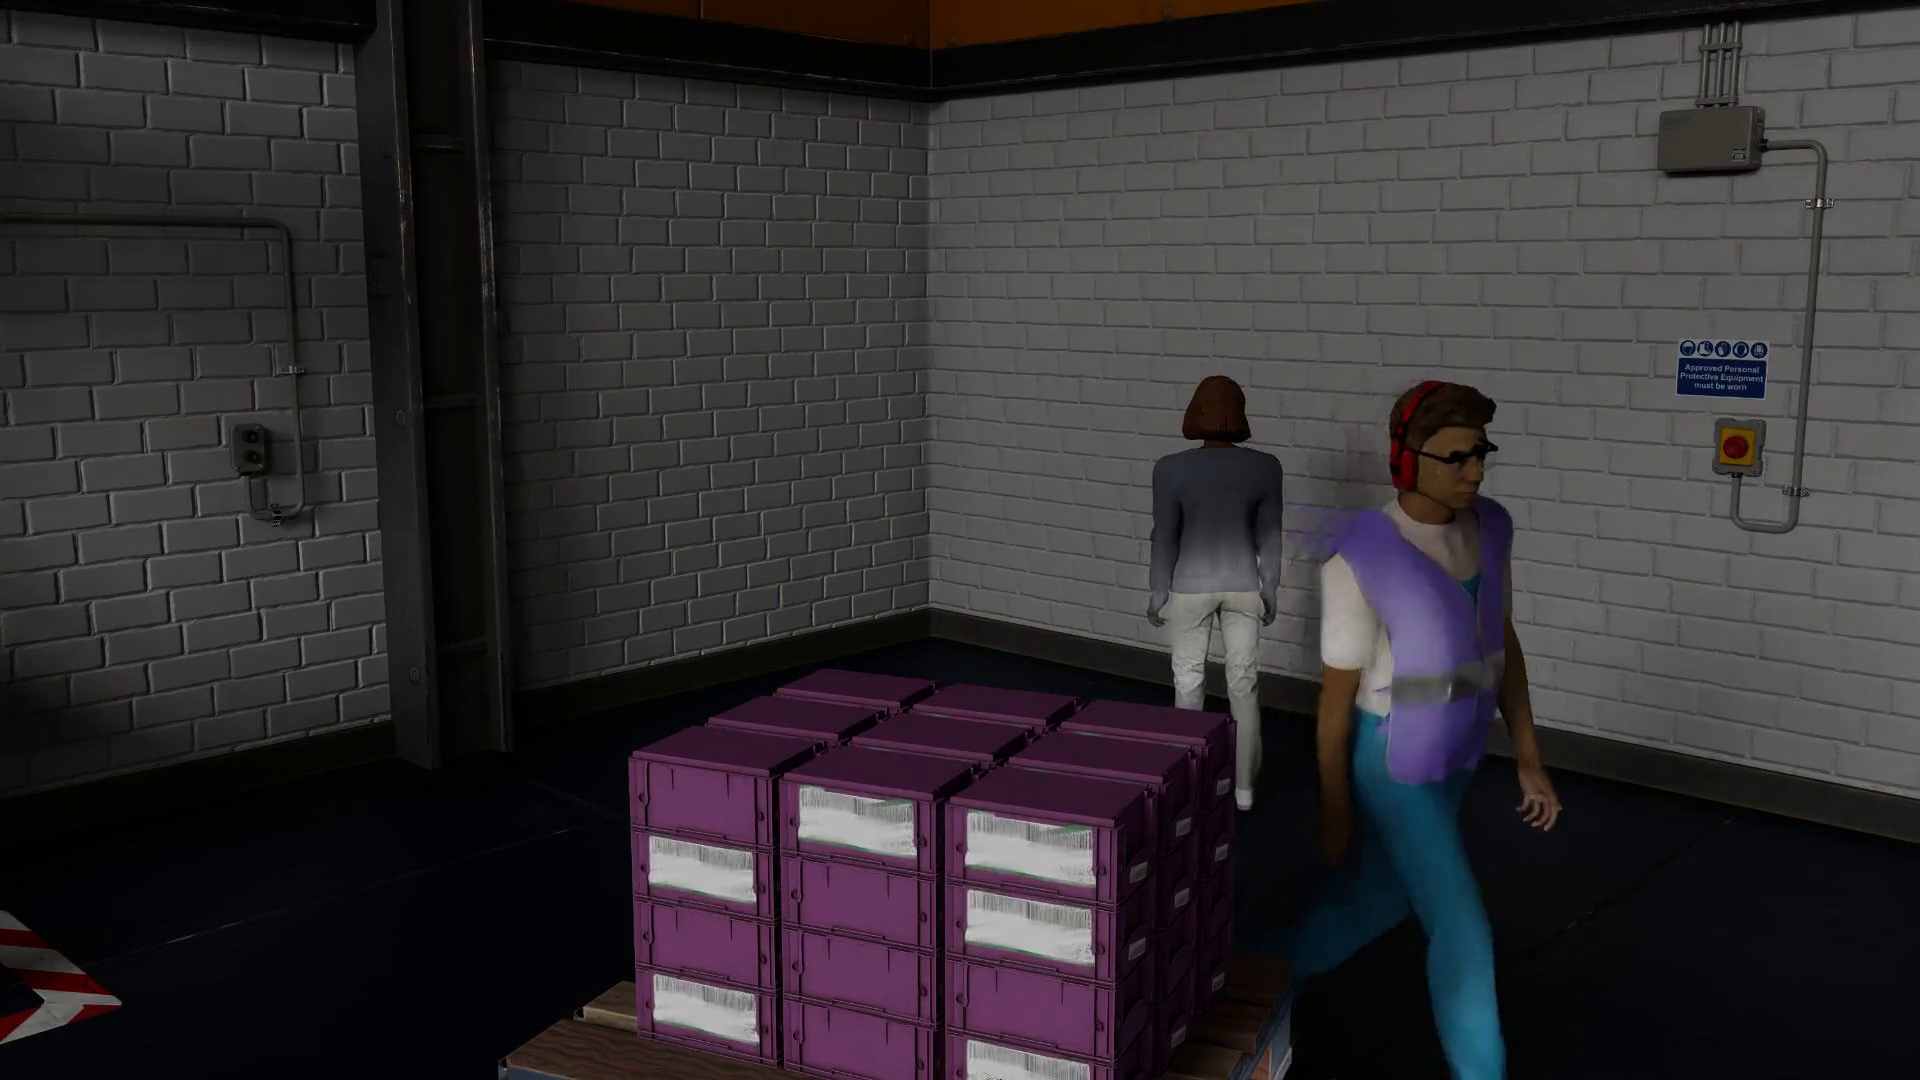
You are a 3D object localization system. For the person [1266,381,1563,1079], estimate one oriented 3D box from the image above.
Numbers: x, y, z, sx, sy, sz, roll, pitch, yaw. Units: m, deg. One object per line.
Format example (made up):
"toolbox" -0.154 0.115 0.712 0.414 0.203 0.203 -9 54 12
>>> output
"person" 0.980 0.516 3.813 0.586 1.794 0.949 -9 13 -44

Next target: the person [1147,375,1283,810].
"person" 0.942 0.210 6.184 0.513 1.637 0.292 -1 9 -8
